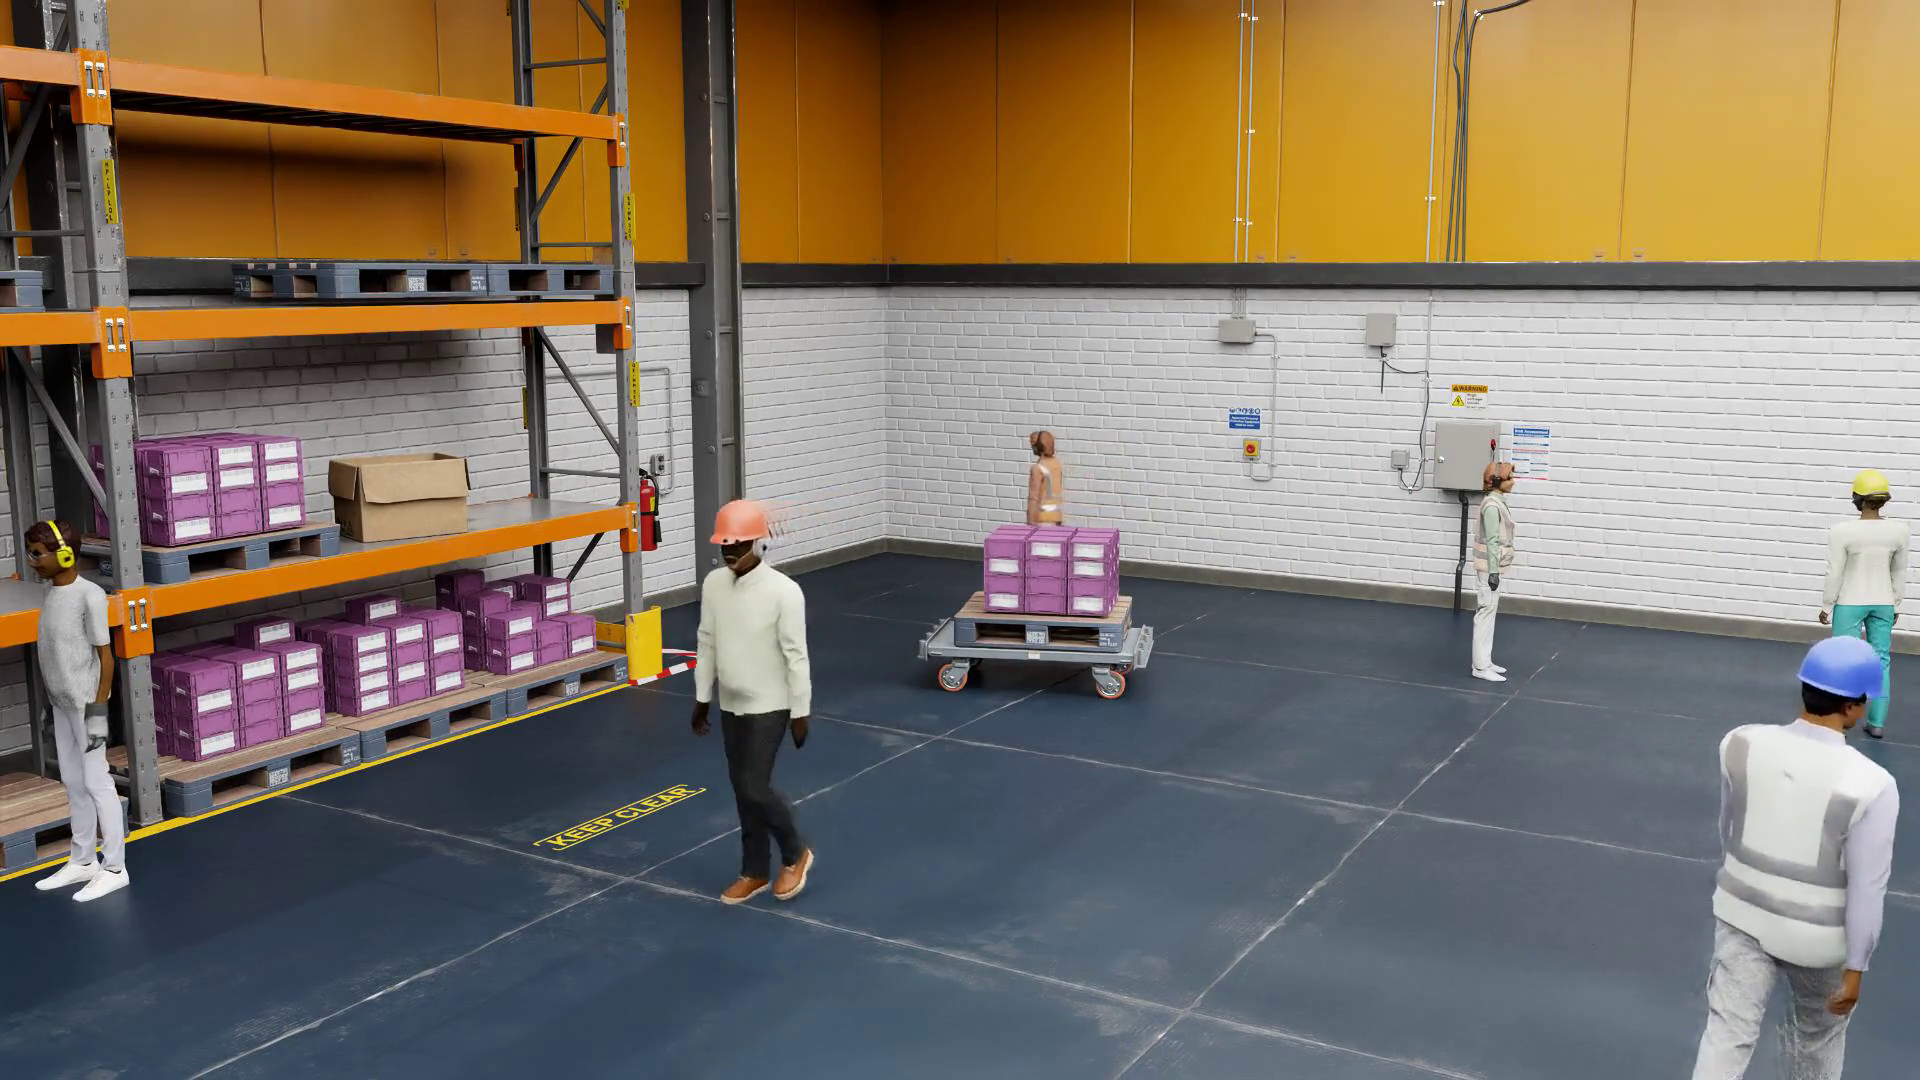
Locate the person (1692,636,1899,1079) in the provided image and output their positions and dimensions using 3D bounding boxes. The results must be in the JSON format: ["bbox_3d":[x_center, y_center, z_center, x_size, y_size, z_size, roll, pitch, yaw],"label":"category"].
[{"bbox_3d":[2.686,1.237,5.392,1.024,1.896,0.593,-8,12,-40],"label":"person"}]

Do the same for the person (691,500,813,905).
[{"bbox_3d":[-1.012,0.784,7.933,0.636,1.980,0.434,8,12,40],"label":"person"}]

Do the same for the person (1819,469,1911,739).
[{"bbox_3d":[5.872,0.422,10.830,0.527,1.772,0.305,0,9,0],"label":"person"}]

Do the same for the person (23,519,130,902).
[{"bbox_3d":[-4.306,0.817,8.077,0.519,1.865,0.326,6,11,33],"label":"person"}]

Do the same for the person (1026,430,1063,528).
[{"bbox_3d":[0.747,-0.181,15.014,0.369,1.623,0.543,5,10,27],"label":"person"}]

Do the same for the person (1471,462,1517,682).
[{"bbox_3d":[3.990,0.227,12.452,0.307,1.639,0.525,3,10,19],"label":"person"}]
